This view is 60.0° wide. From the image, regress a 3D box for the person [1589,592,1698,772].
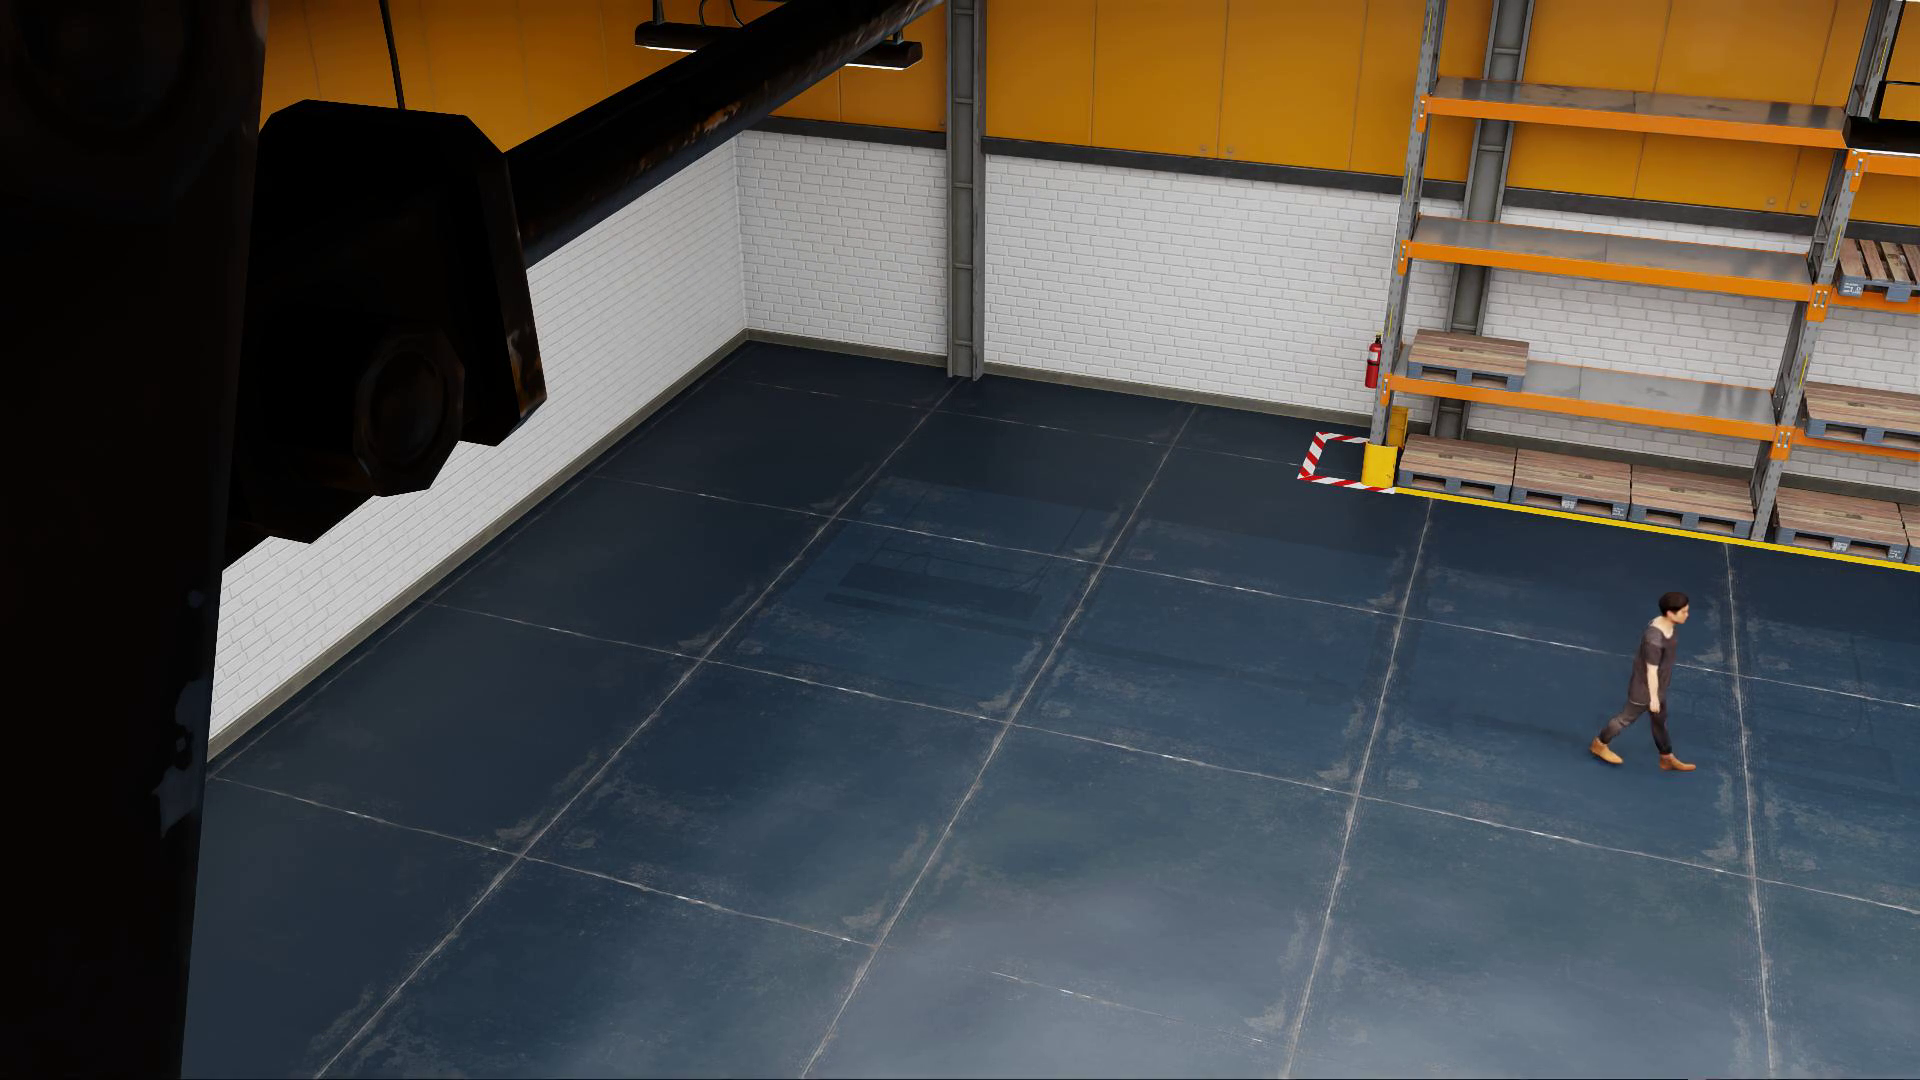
[{"bbox_3d":[5.545,1.147,13.578,1.134,1.673,0.848,20,35,32],"label":"person"}]
